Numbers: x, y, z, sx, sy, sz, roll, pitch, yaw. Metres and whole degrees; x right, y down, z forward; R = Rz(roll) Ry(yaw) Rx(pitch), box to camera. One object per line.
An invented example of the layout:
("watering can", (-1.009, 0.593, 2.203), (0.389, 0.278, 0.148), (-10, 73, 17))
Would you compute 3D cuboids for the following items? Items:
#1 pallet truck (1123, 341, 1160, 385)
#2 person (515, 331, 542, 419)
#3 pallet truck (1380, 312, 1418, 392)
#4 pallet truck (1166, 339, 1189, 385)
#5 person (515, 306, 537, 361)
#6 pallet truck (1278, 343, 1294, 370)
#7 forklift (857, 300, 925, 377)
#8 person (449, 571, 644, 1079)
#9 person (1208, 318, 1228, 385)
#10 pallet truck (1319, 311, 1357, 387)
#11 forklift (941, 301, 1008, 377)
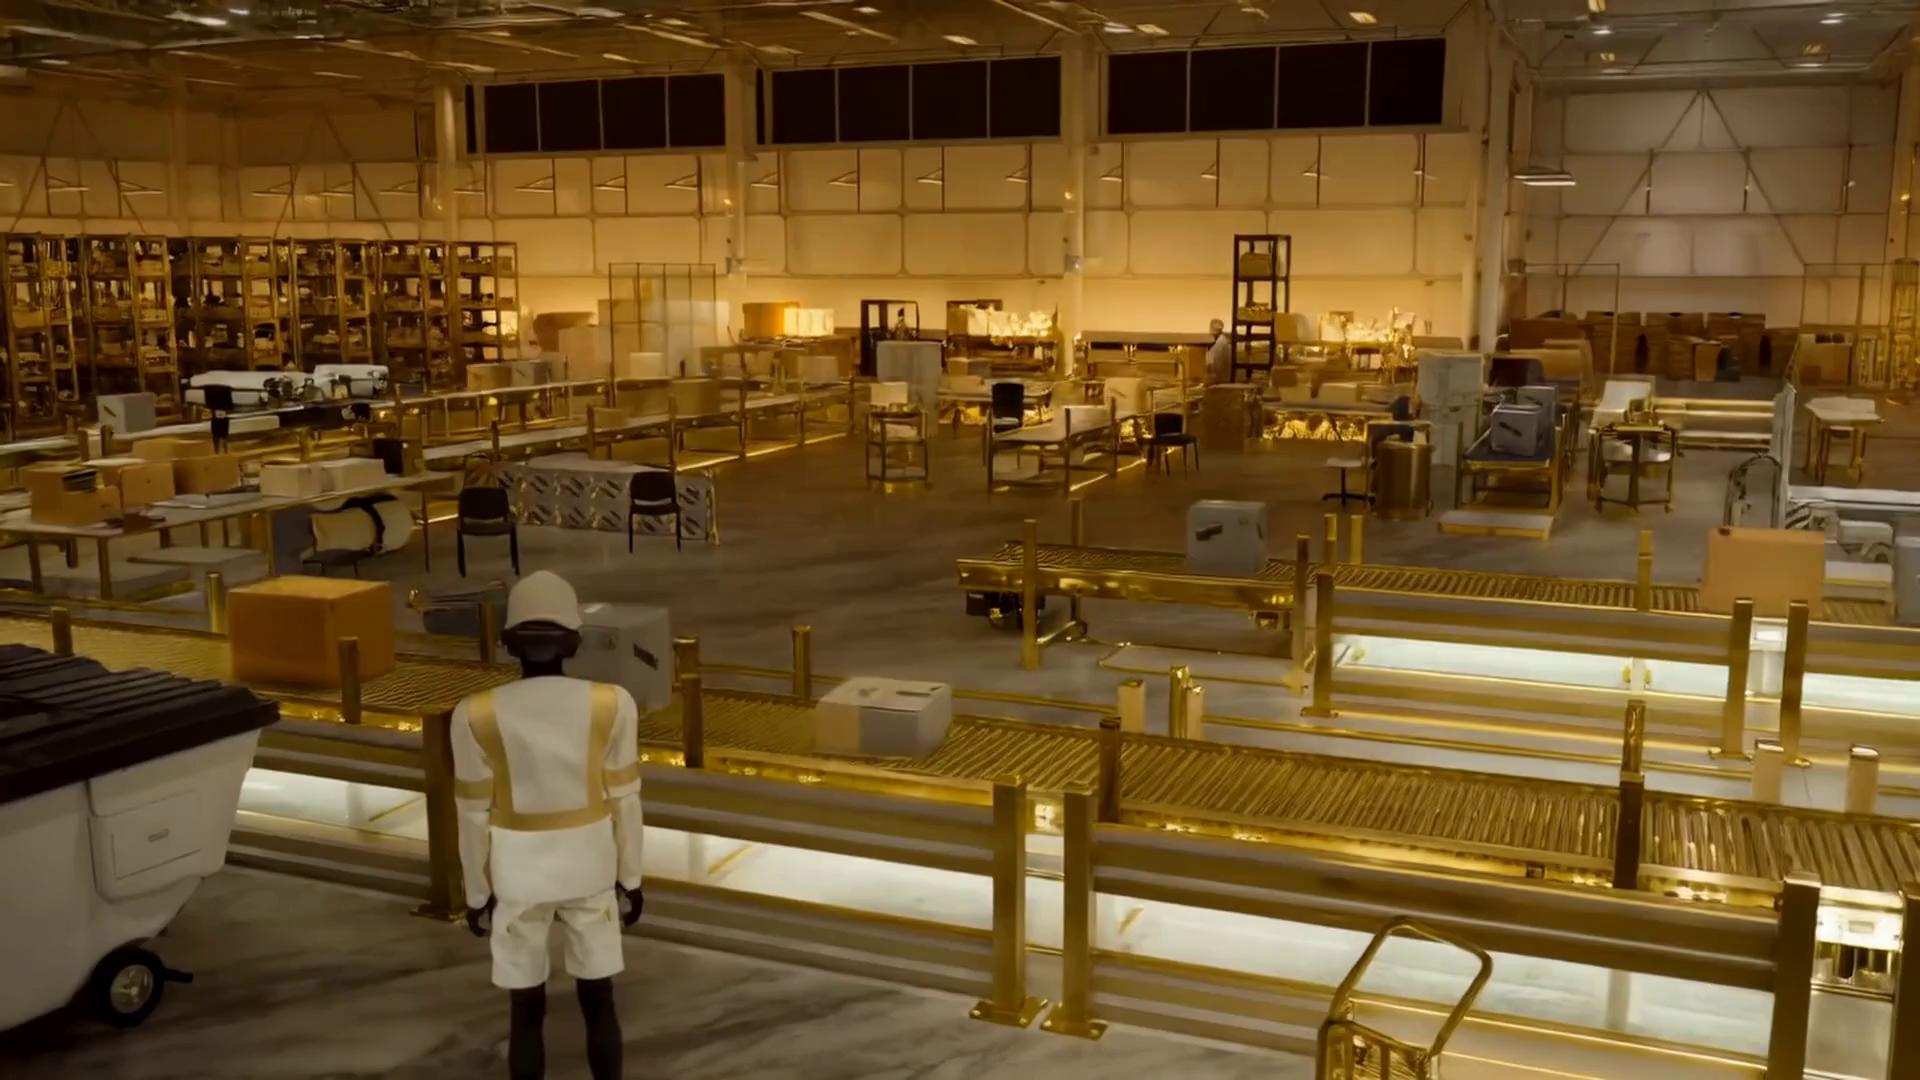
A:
("pallet truck", (4.445, -4.380, 41.279), (0.680, 1.201, 1.601), (4, 10, 22))
("person", (-8.538, -3.249, 32.863), (0.551, 1.732, 0.667), (8, 12, 40))
("pallet truck", (10.207, -4.283, 38.369), (0.823, 1.965, 1.885), (3, 10, 20))
("pallet truck", (5.418, -4.269, 40.420), (0.704, 1.261, 1.522), (3, 10, 20))
("person", (-11.844, -5.399, 45.316), (0.638, 1.943, 0.728), (1, 9, 4))
("pallet truck", (7.886, -4.163, 39.743), (0.653, 1.274, 1.630), (4, 10, 22))
("forklift", (-1.732, -5.109, 42.468), (1.157, 1.987, 2.680), (4, 10, 22))
("person", (-1.356, 1.113, 5.532), (0.606, 2.044, 0.373), (-3, 10, -15))
("person", (5.059, -3.262, 32.105), (0.606, 2.023, 0.604), (2, 10, 13))
("pallet truck", (9.071, -4.419, 39.190), (0.823, 1.965, 1.885), (5, 10, 26))
("forklift", (0.365, -4.966, 41.571), (1.157, 1.987, 2.680), (3, 10, 20))
